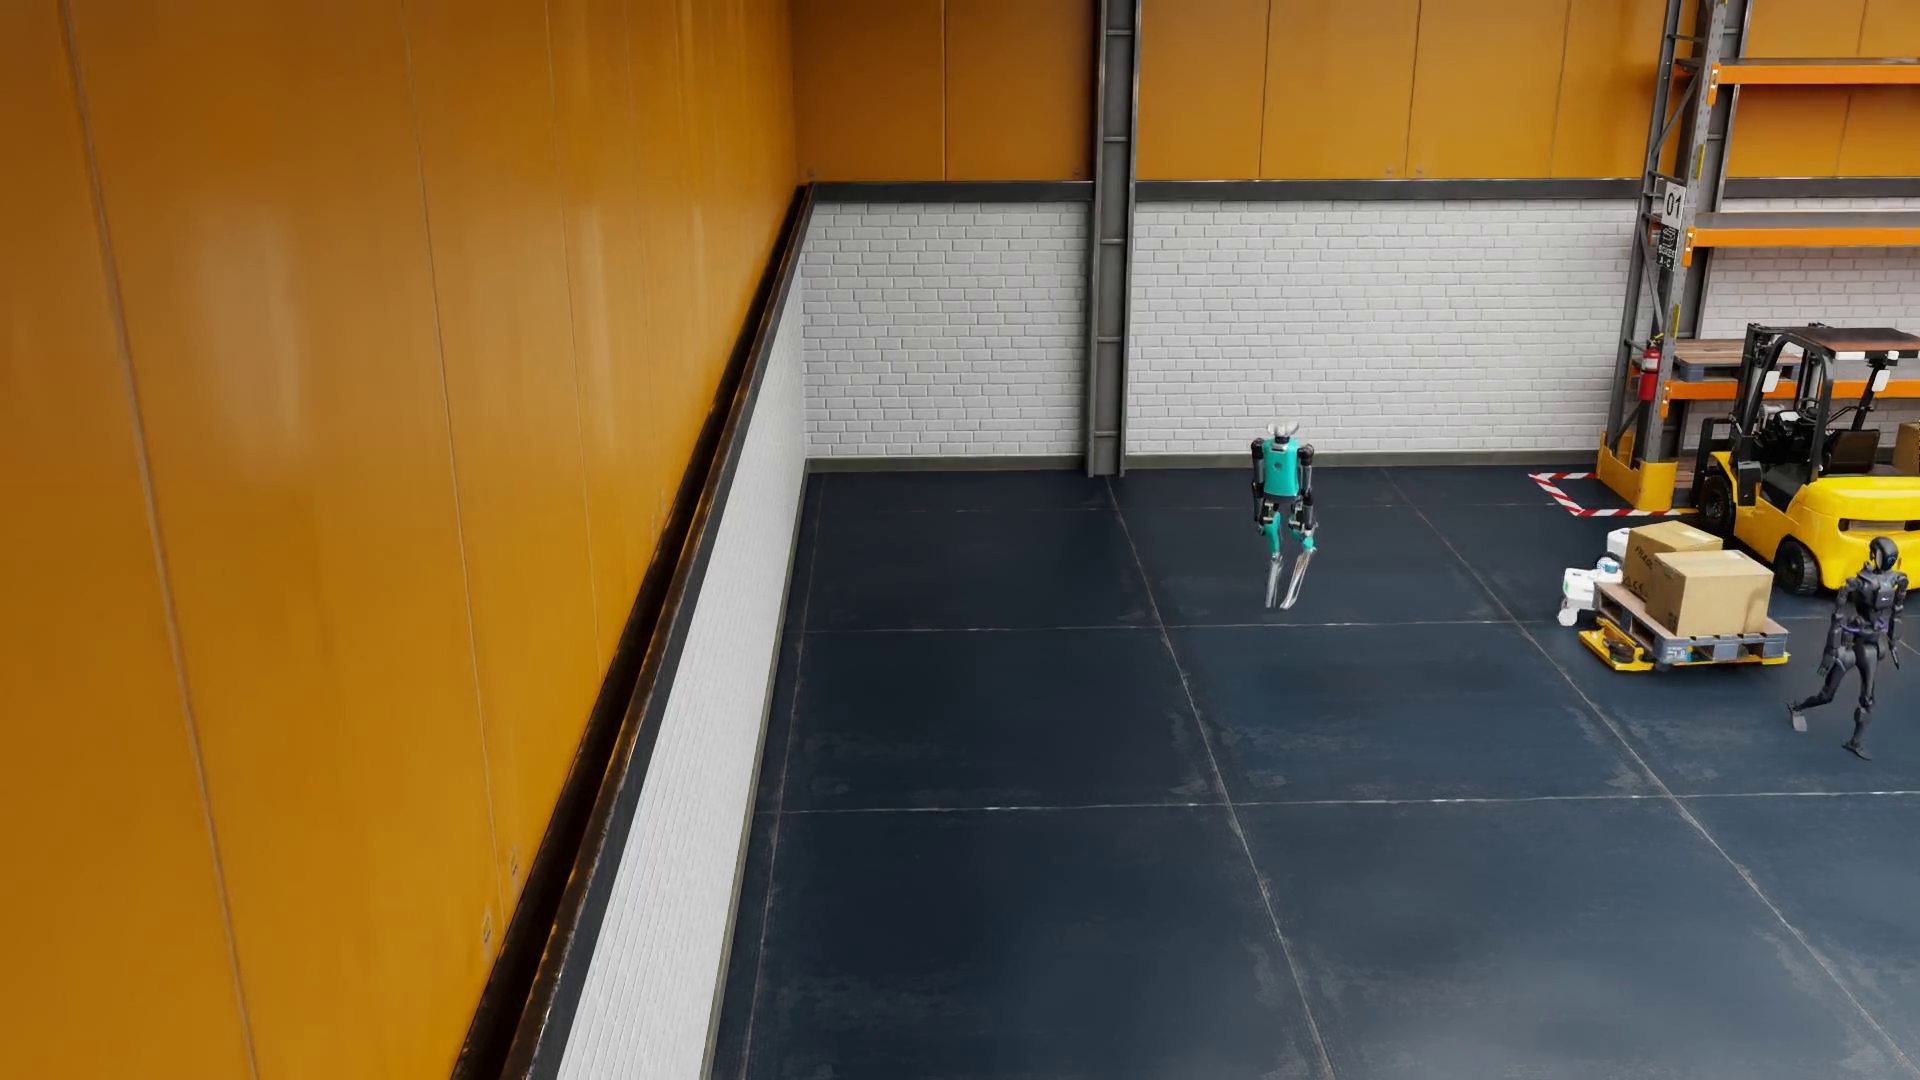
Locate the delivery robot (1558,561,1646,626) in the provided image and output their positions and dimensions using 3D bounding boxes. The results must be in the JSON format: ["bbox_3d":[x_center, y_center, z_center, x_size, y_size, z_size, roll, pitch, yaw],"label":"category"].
[{"bbox_3d":[5.416,0.484,13.855,0.815,0.614,0.499,8,22,21],"label":"delivery robot"}]

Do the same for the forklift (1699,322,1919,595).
[{"bbox_3d":[7.809,-0.792,14.926,1.214,2.155,2.313,-1,20,-2],"label":"forklift"}]

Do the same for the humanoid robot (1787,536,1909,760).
[{"bbox_3d":[6.273,0.688,11.702,0.587,1.624,0.682,-4,21,-12],"label":"humanoid robot"}]

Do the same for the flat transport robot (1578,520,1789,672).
[{"bbox_3d":[5.796,0.816,13.339,1.431,0.231,0.659,-2,20,-6],"label":"flat transport robot"}]

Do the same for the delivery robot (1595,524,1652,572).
[{"bbox_3d":[6.080,0.159,14.728,0.499,0.609,0.813,-14,24,-32],"label":"delivery robot"}]

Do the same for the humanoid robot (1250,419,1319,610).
[{"bbox_3d":[2.774,-0.163,14.026,0.544,1.875,0.765,12,23,29],"label":"humanoid robot"}]
